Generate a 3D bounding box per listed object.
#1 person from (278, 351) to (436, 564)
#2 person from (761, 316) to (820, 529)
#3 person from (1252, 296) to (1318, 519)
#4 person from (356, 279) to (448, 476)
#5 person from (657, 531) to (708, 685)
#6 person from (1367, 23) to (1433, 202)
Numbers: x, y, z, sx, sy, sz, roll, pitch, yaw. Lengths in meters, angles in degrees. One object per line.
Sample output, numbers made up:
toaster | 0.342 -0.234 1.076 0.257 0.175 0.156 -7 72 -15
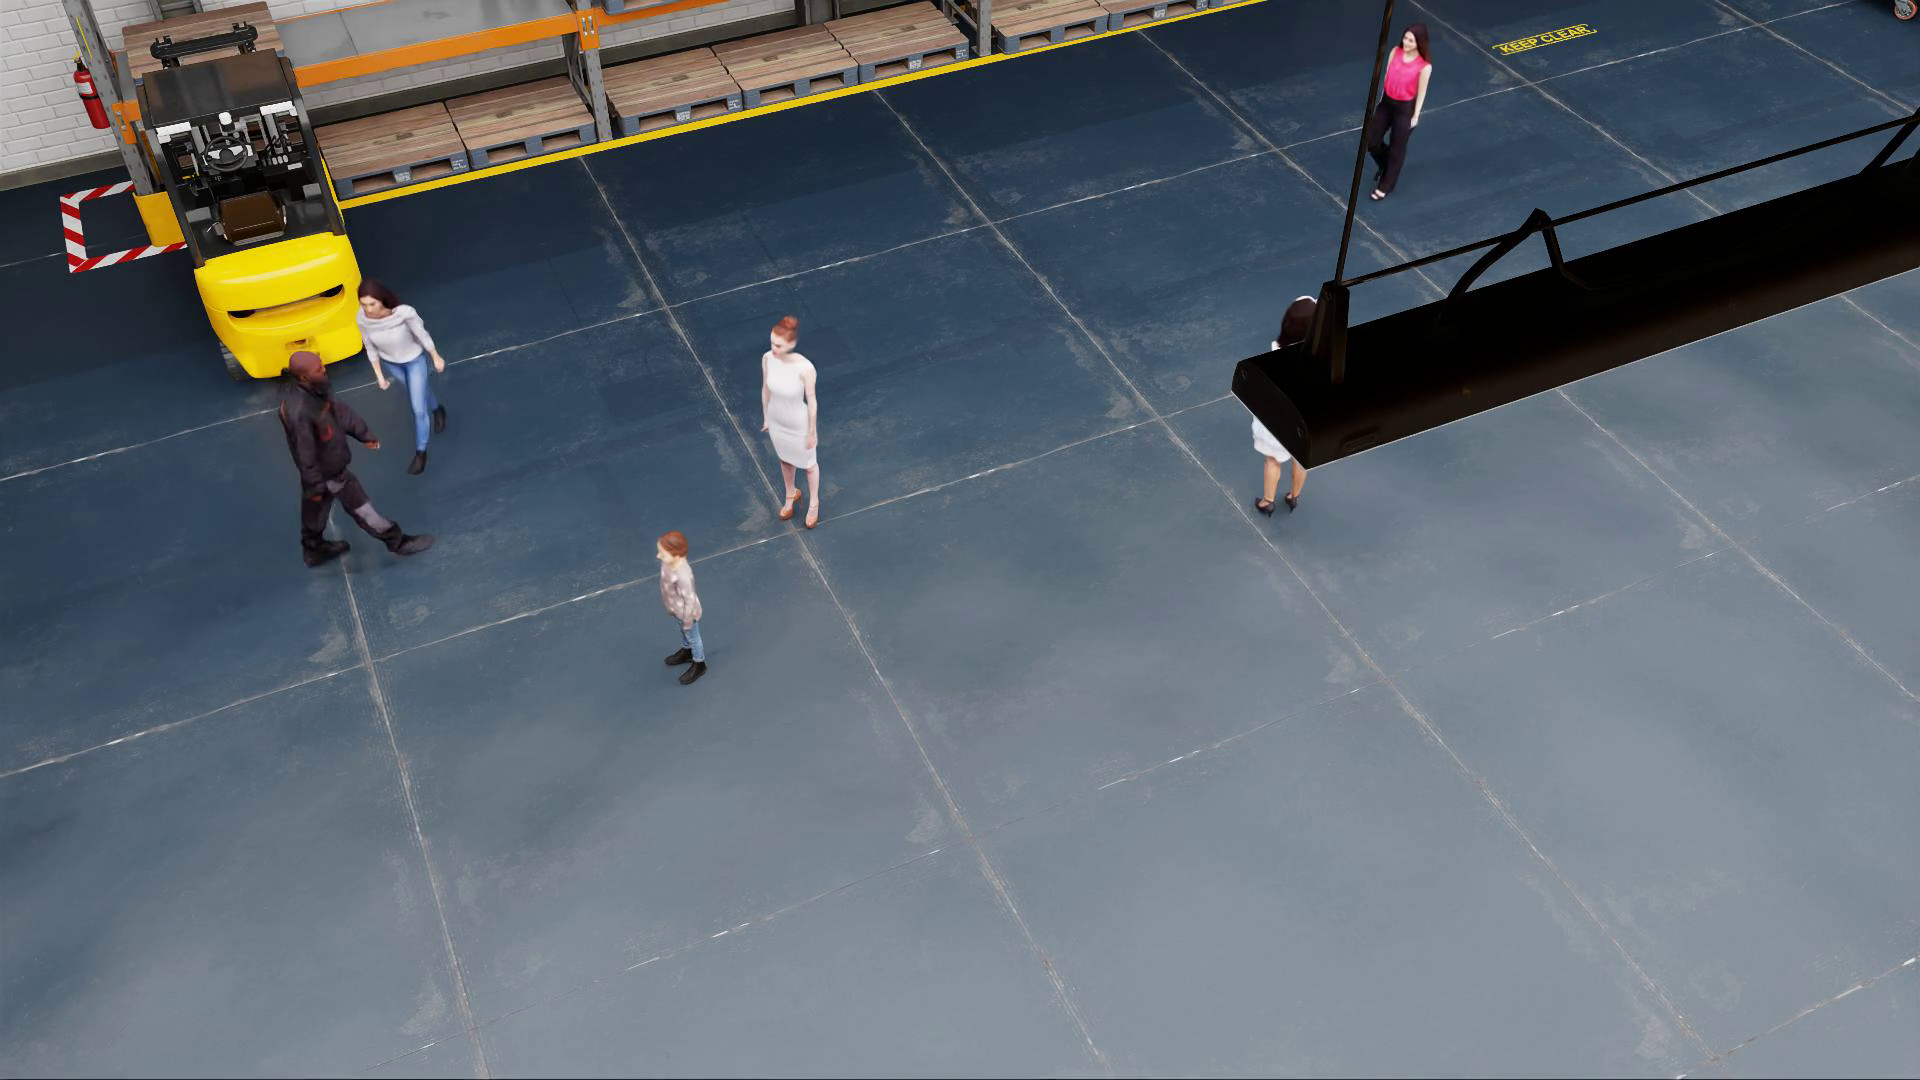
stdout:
person | -4.331 -0.496 11.061 1.240 1.784 0.915 -10 45 -11
person | -1.133 -0.791 11.362 0.647 1.794 0.676 20 47 20
person | 2.283 -0.887 11.450 0.755 1.811 0.846 -5 44 -6
person | -3.991 -1.317 12.078 1.109 1.568 1.070 4 44 4
person | -1.759 0.402 10.545 0.492 1.194 0.498 -23 48 -23
person | 3.884 -3.781 14.604 0.740 1.652 0.678 -30 51 -28
